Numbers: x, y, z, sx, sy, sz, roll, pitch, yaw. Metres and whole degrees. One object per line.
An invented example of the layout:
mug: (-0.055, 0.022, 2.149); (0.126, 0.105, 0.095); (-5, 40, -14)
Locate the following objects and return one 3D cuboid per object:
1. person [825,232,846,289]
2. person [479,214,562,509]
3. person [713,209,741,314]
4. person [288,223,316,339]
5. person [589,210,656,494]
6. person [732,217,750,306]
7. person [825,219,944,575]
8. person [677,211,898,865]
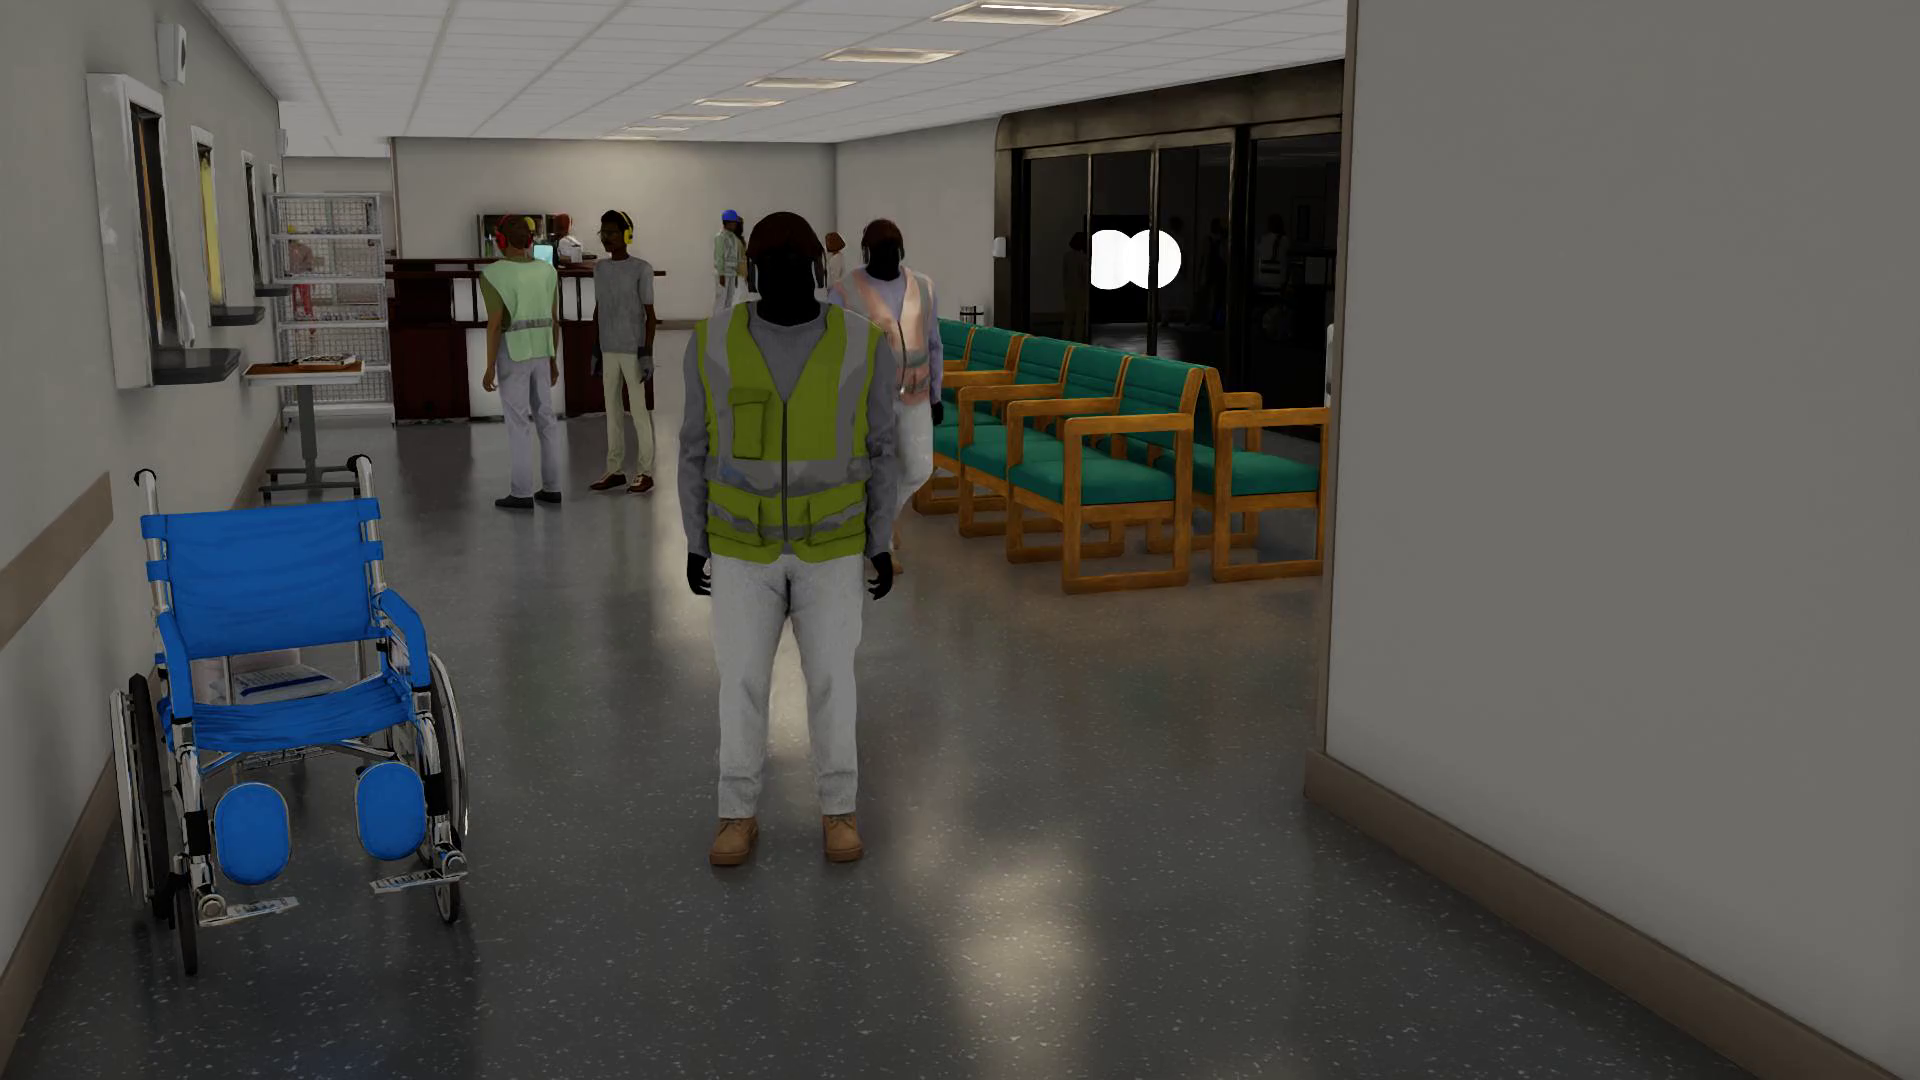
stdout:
person: (-1.583, -3.107, 21.270); (0.285, 1.627, 0.504); (1, 11, 4)
person: (-2.747, -1.117, 10.486); (0.381, 1.841, 0.566); (8, 14, 36)
person: (-3.554, -4.082, 25.487); (0.436, 1.935, 0.621); (3, 11, 16)
person: (-10.011, -3.918, 25.150); (0.528, 1.729, 0.675); (-2, 11, -9)
person: (-2.251, -1.241, 11.057); (0.514, 1.872, 0.328); (5, 12, 25)
person: (-3.528, -4.172, 26.252); (0.434, 1.818, 0.677); (2, 11, 12)
person: (-0.394, -0.747, 8.643); (0.637, 1.820, 0.528); (-5, 12, -26)
person: (-0.483, 0.009, 4.710); (0.621, 1.845, 0.429); (-1, 11, -4)
